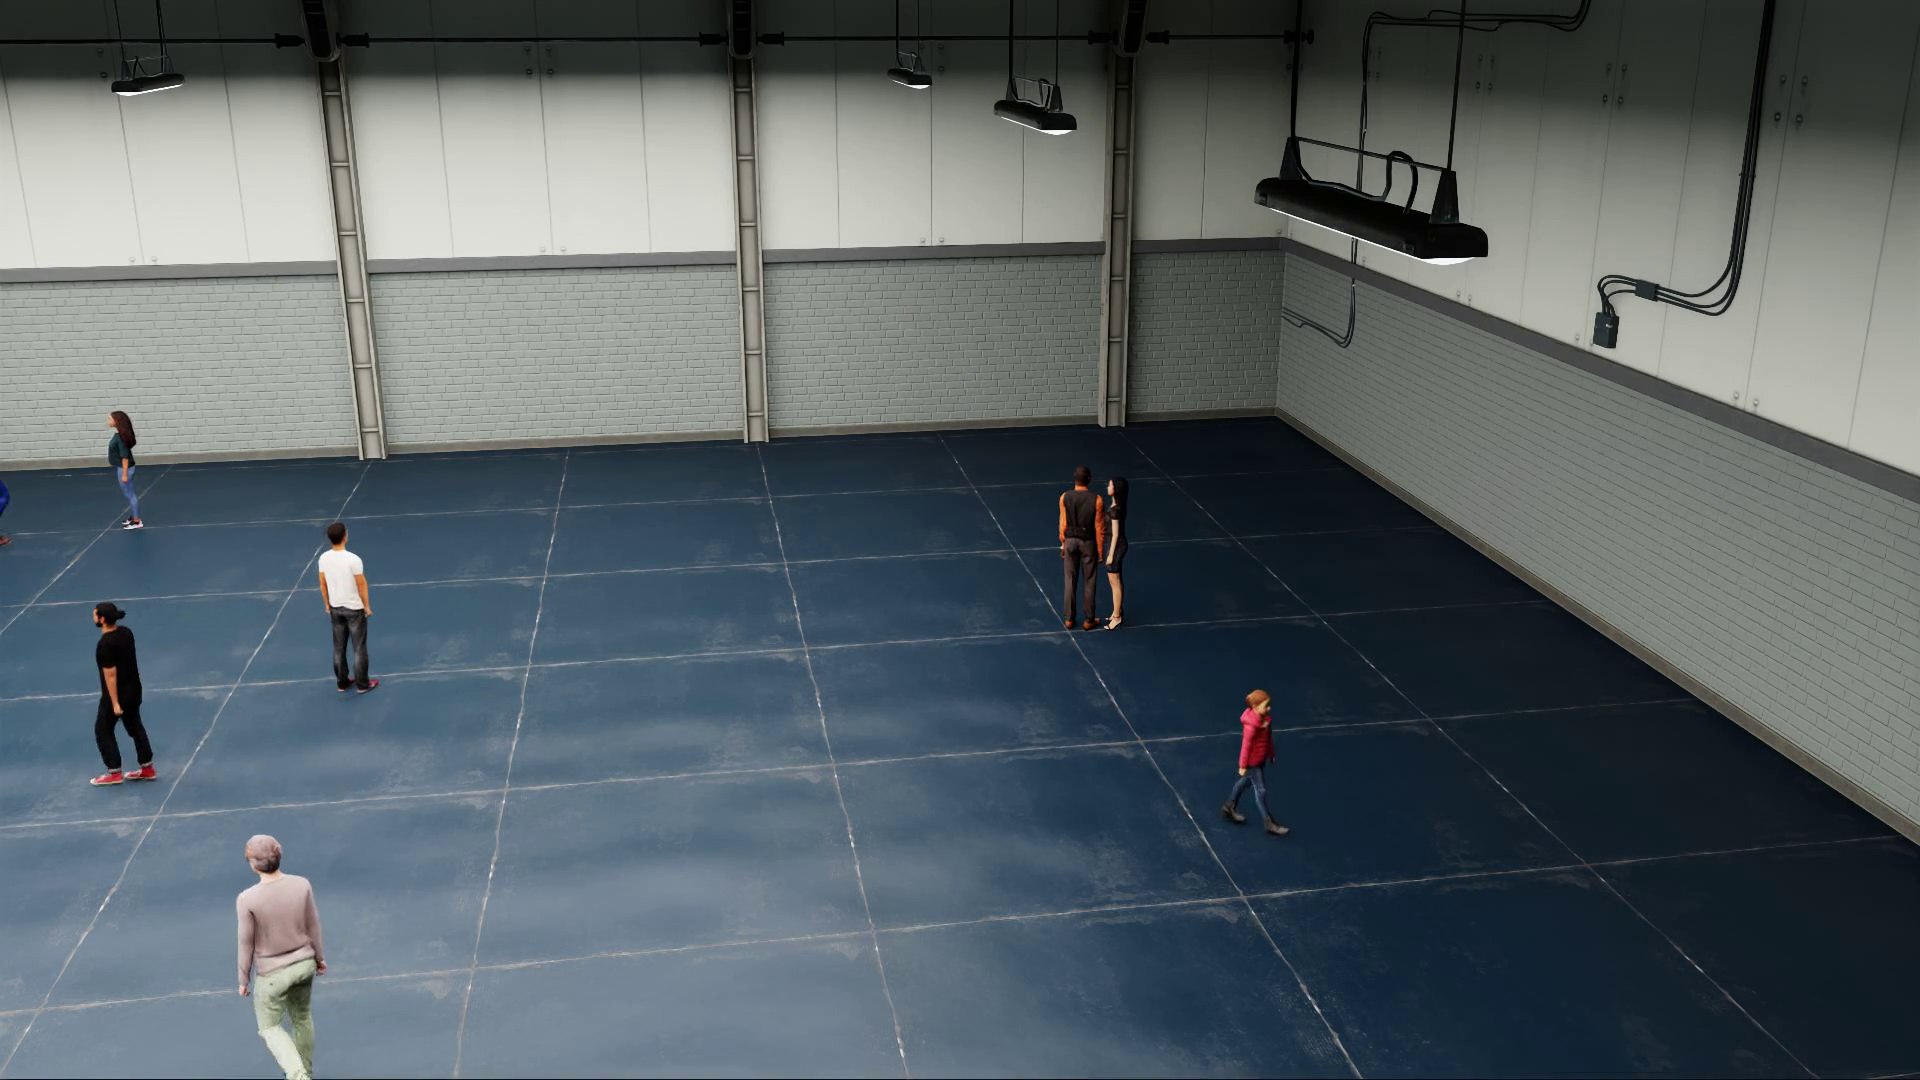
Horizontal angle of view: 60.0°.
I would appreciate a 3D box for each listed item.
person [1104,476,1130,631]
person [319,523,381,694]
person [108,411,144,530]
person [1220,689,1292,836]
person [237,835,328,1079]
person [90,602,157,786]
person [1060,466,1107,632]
[{"bbox_3d":[1.774,0.136,18.886,0.606,1.792,0.650,3,18,10],"label":"person"},{"bbox_3d":[-6.337,0.695,17.155,0.601,1.801,0.769,3,18,10],"label":"person"},{"bbox_3d":[-11.309,-0.962,22.542,0.675,1.616,0.664,-8,20,-24],"label":"person"},{"bbox_3d":[2.479,1.890,14.317,0.944,1.286,0.878,12,22,33],"label":"person"},{"bbox_3d":[-4.280,2.802,10.613,1.051,1.845,1.058,-17,24,-41],"label":"person"},{"bbox_3d":[-7.547,1.393,15.101,0.811,1.746,0.725,1,18,2],"label":"person"},{"bbox_3d":[1.376,0.082,18.865,0.715,1.908,0.844,5,19,16],"label":"person"}]
